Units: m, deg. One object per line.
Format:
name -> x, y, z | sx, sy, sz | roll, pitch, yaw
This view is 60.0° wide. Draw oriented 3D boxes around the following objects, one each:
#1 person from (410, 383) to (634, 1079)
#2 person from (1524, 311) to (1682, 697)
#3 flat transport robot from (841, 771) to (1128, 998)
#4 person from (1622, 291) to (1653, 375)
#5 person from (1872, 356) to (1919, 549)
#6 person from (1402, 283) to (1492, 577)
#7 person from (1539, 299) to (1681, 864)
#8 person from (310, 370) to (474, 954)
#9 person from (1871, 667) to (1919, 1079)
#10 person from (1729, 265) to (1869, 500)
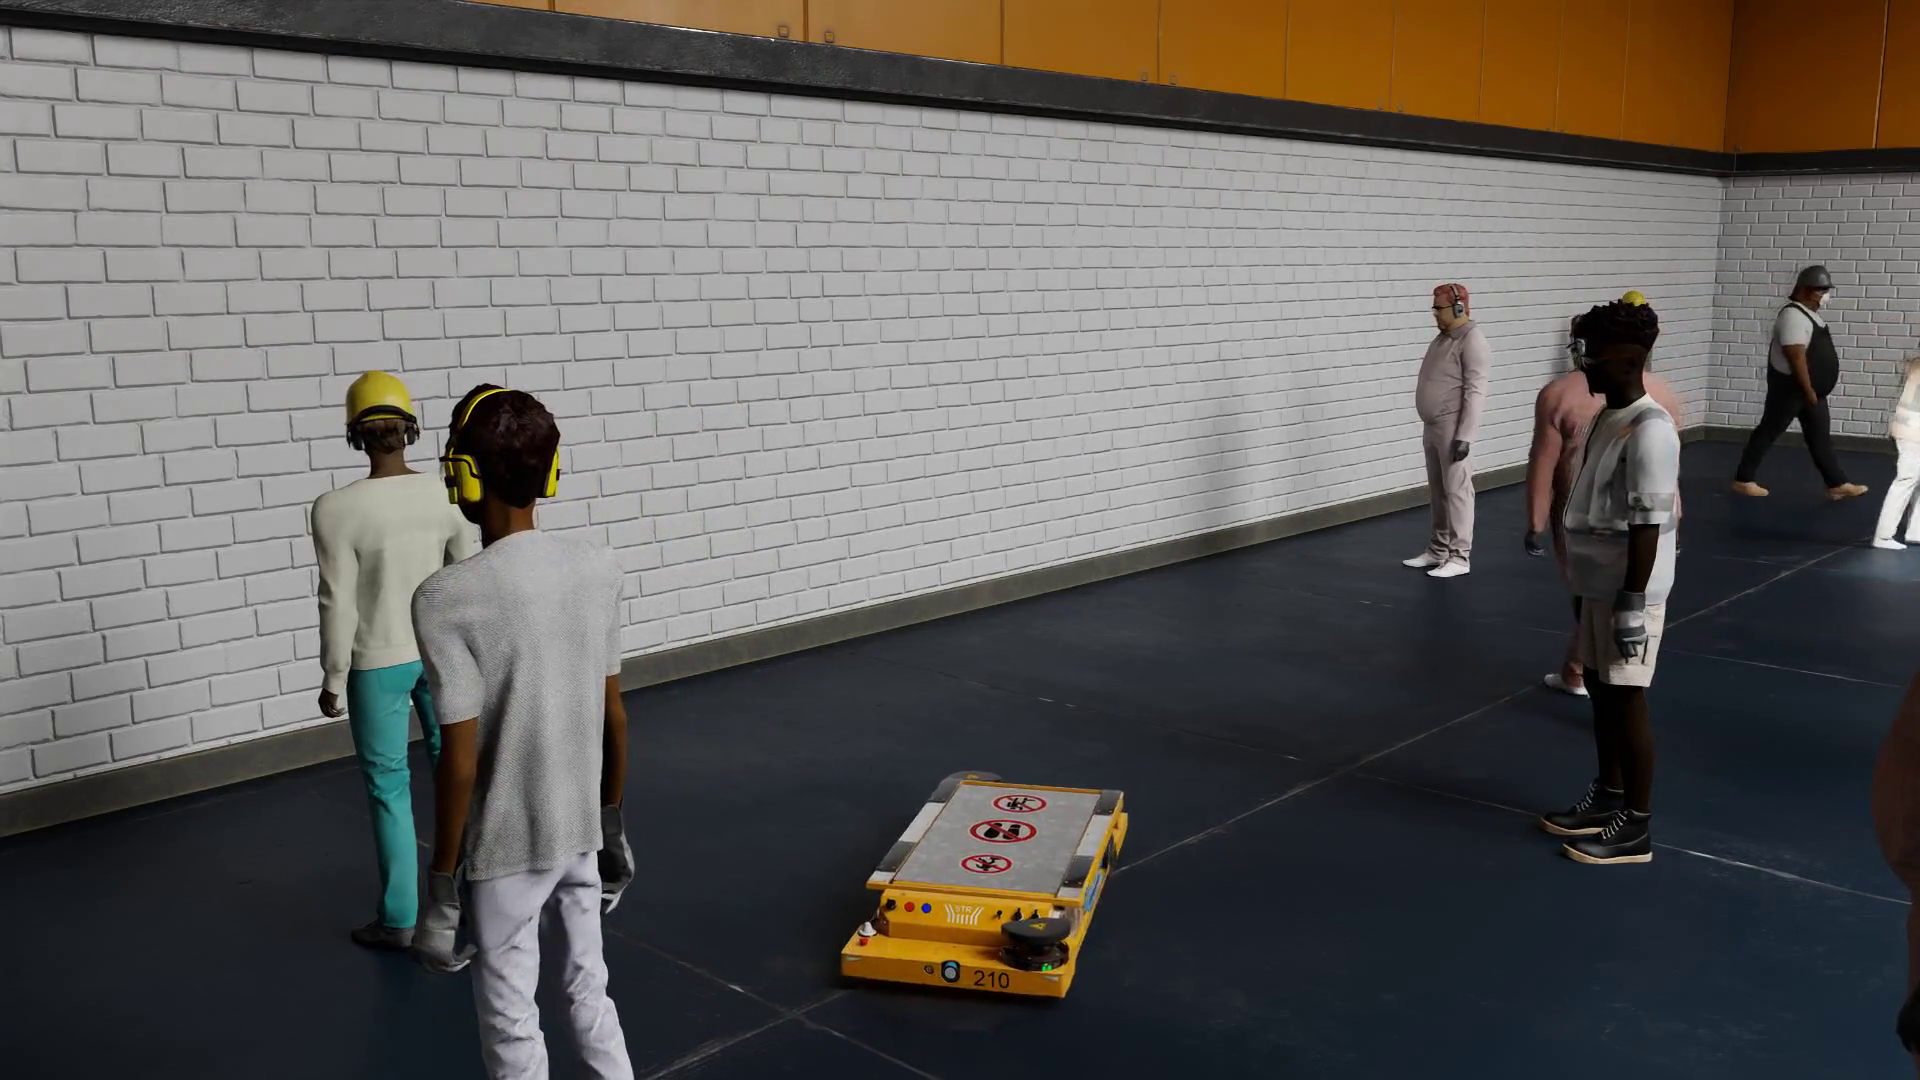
person -> -0.860, 0.628, 3.298 | 0.309, 1.868, 0.535 | 6, 12, 33
person -> 2.920, -0.105, 7.536 | 0.671, 1.855, 0.947 | -2, 10, -11
flat transport robot -> 0.132, 1.060, 5.379 | 0.652, 0.197, 1.431 | 2, 10, 13
person -> 6.076, -1.386, 15.121 | 0.492, 1.742, 0.324 | -6, 12, -30
person -> 6.744, -0.699, 11.616 | 0.575, 1.601, 0.581 | 3, 10, 14
person -> 3.163, -0.711, 10.830 | 0.406, 1.903, 0.638 | -1, 10, -7
person -> 2.284, 0.147, 5.797 | 0.372, 1.958, 0.599 | 1, 10, 8
person -> -1.713, 0.369, 5.071 | 0.330, 1.764, 0.528 | 9, 13, 41
person -> 1.820, 0.672, 2.936 | 0.410, 1.909, 0.643 | 9, 13, 42
person -> 7.127, -1.352, 14.081 | 0.690, 2.000, 1.045 | -10, 14, -43
